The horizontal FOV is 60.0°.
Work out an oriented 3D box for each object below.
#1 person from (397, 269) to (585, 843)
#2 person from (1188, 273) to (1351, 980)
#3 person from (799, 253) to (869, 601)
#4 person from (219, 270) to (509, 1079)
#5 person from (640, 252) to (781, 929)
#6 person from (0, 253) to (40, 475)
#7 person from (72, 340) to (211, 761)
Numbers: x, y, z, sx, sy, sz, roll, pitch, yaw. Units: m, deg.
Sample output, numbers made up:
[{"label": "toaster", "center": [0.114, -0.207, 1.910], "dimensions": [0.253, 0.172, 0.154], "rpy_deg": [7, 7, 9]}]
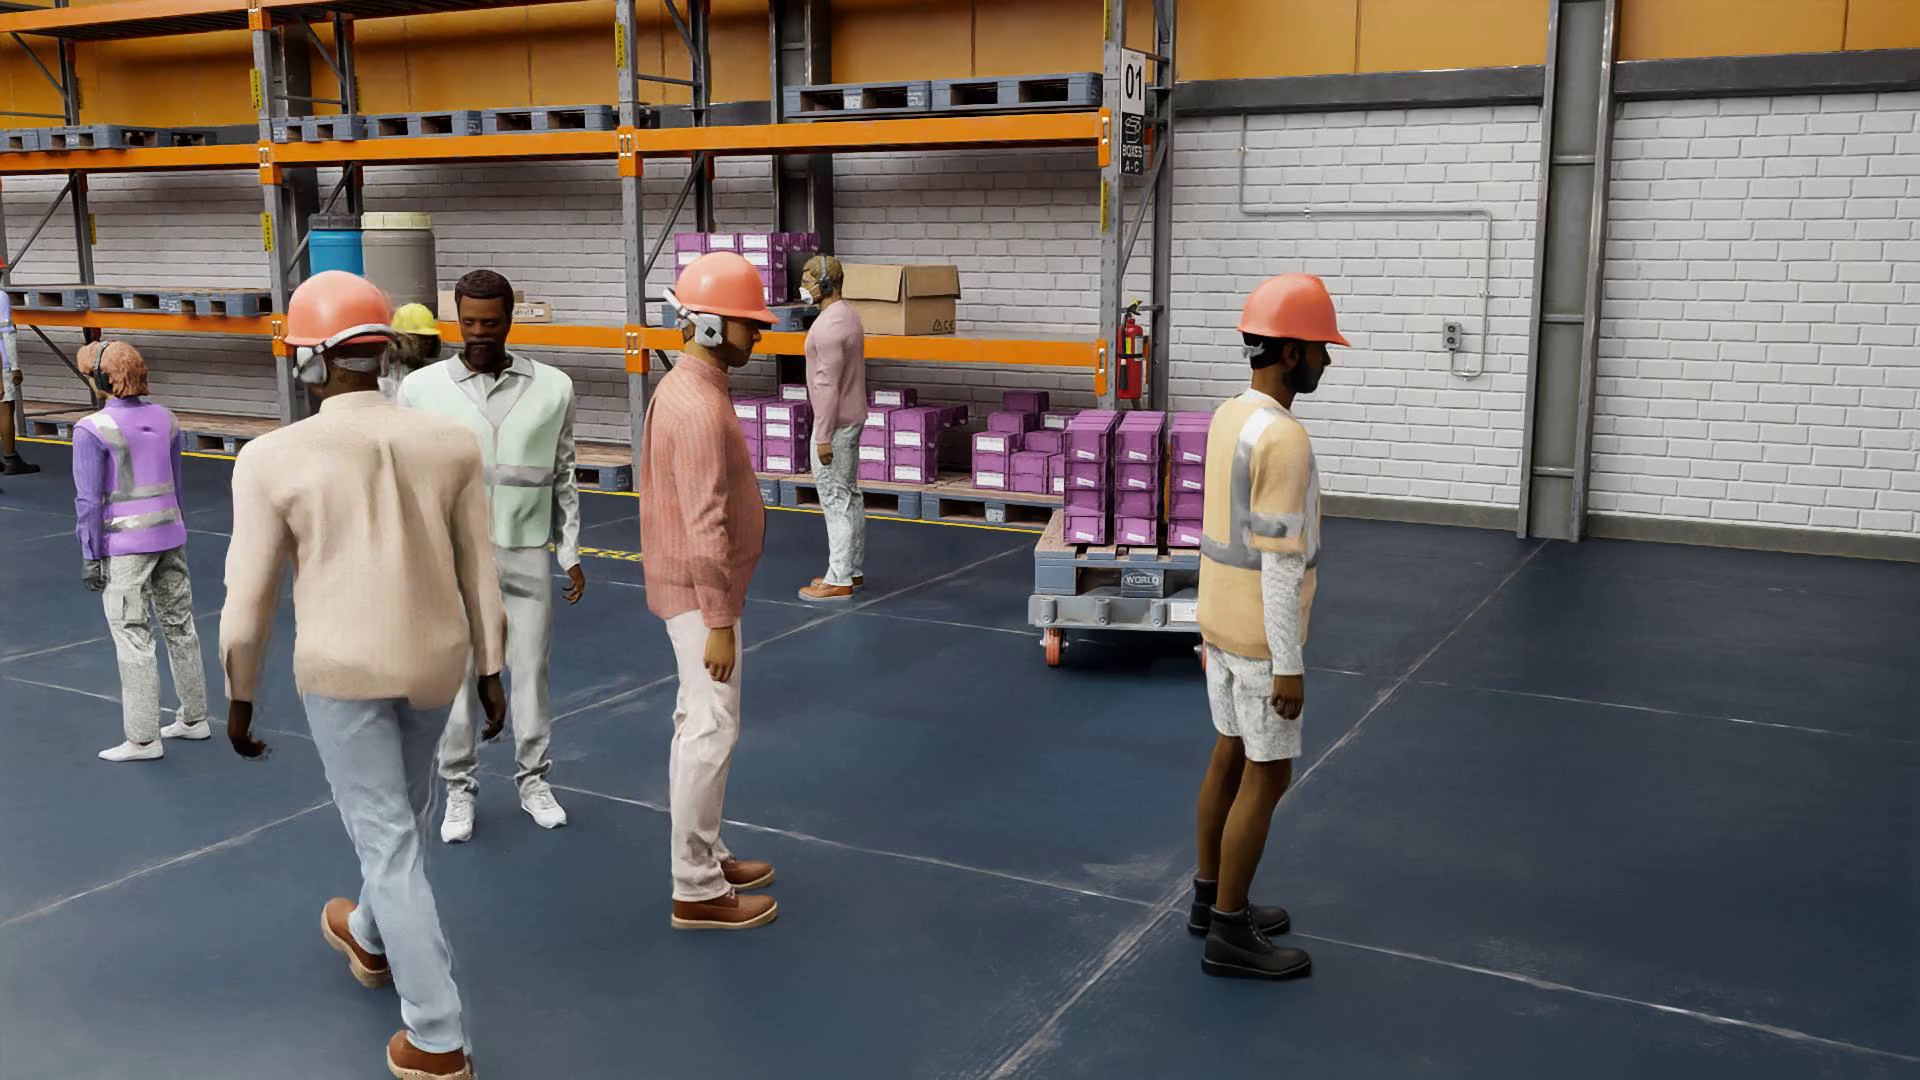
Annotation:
[{"label": "person", "center": [-1.582, 0.050, 5.641], "dimensions": [0.595, 1.915, 0.371], "rpy_deg": [-5, 11, -25]}, {"label": "person", "center": [0.848, 0.239, 4.570], "dimensions": [0.393, 1.928, 0.547], "rpy_deg": [-1, 10, -7]}, {"label": "person", "center": [-0.704, -0.623, 9.293], "dimensions": [0.376, 1.933, 0.625], "rpy_deg": [1, 10, 6]}, {"label": "person", "center": [-1.489, 0.316, 4.129], "dimensions": [1.035, 1.933, 0.639], "rpy_deg": [10, 14, 44]}, {"label": "person", "center": [-0.719, 0.161, 4.868], "dimensions": [0.410, 1.980, 0.625], "rpy_deg": [-2, 11, -13]}, {"label": "person", "center": [-8.200, -1.514, 14.156], "dimensions": [0.545, 1.938, 0.362], "rpy_deg": [4, 11, 20]}, {"label": "person", "center": [-3.202, 0.042, 6.477], "dimensions": [0.318, 1.631, 0.514], "rpy_deg": [3, 11, 15]}]
